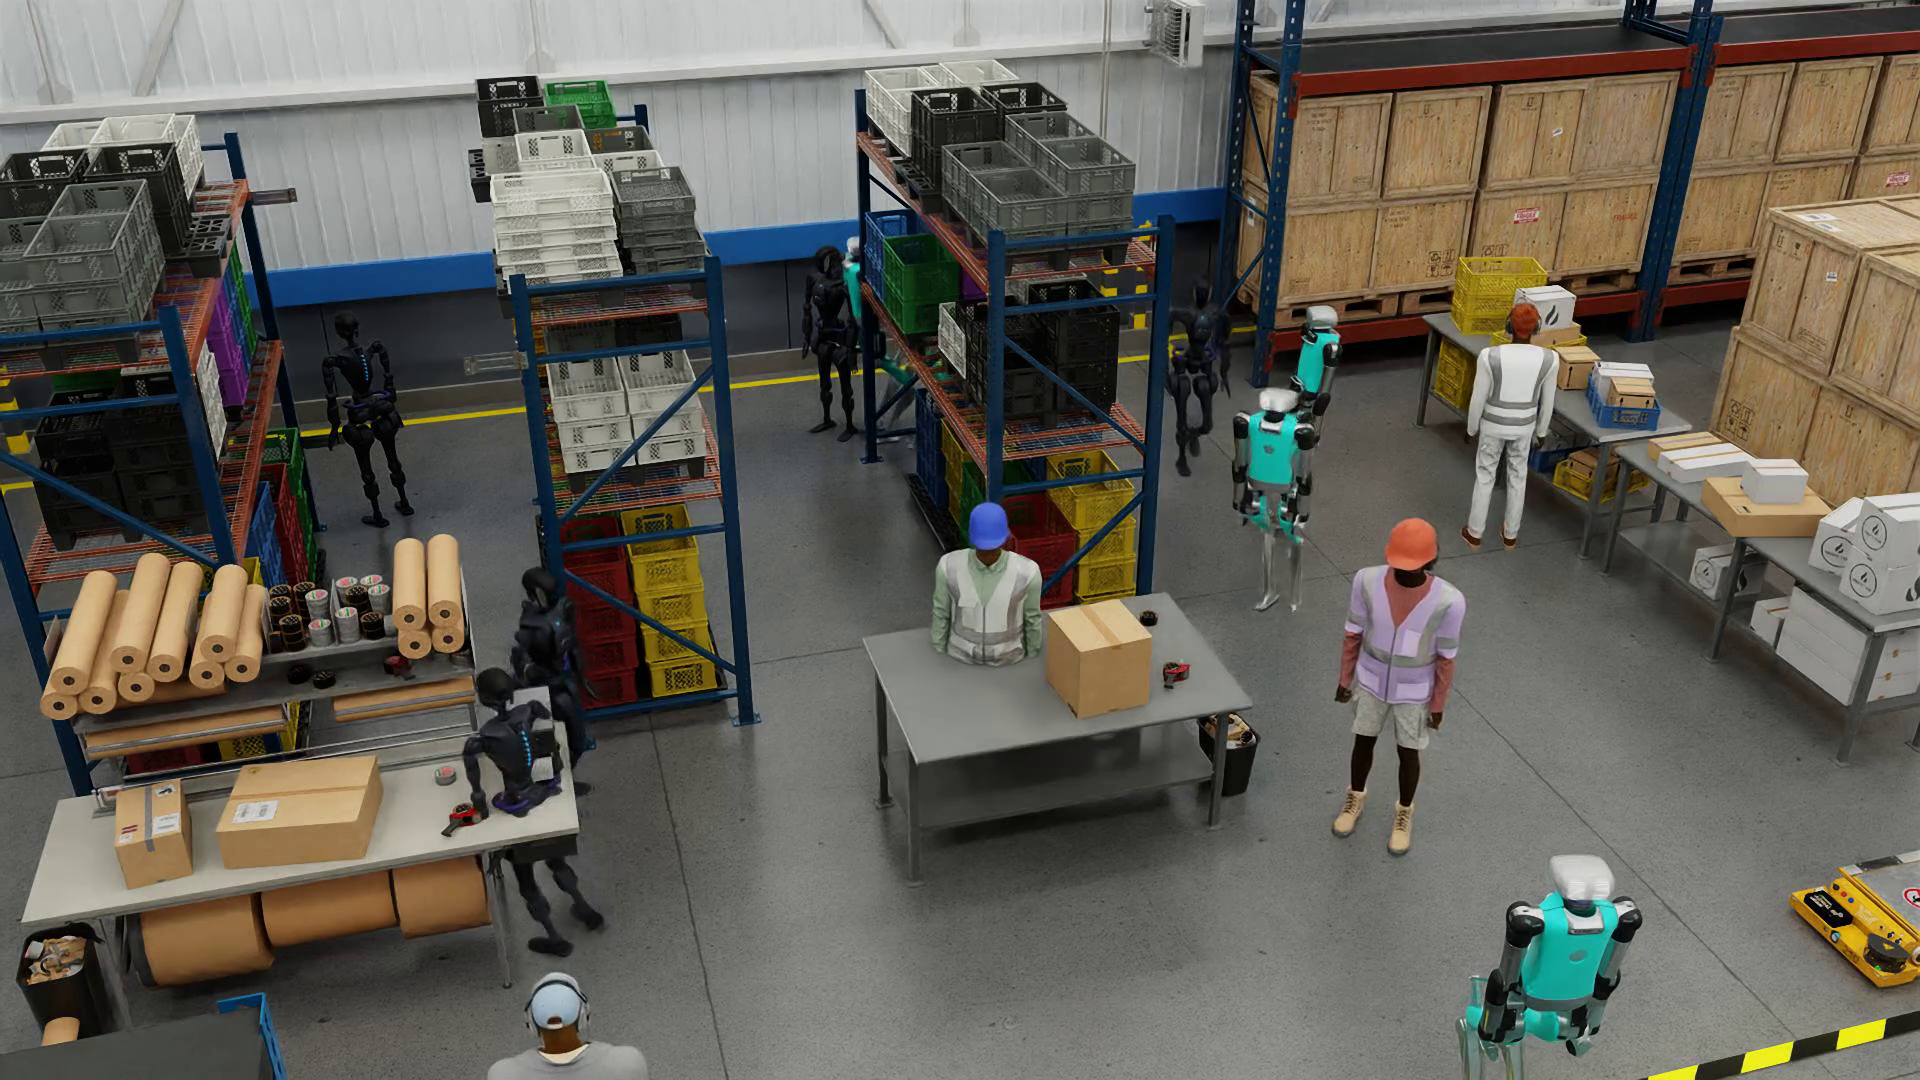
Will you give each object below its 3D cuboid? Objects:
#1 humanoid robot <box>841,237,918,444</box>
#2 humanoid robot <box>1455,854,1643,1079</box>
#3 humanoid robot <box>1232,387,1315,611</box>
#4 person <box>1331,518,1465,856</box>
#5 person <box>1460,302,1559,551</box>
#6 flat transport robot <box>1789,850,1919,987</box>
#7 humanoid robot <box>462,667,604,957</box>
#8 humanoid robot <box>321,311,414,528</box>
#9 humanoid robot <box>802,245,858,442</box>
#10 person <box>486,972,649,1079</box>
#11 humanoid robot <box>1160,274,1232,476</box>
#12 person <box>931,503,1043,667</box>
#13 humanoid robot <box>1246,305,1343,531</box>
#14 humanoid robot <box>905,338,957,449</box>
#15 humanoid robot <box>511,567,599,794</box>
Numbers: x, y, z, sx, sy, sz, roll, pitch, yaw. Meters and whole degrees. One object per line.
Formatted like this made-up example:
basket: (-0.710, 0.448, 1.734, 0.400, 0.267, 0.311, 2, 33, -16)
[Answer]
humanoid robot: (-0.604, -1.641, 13.577, 0.688, 1.757, 0.544, -11, 30, -18)
humanoid robot: (2.397, 1.890, 7.058, 0.533, 1.677, 0.735, -2, 29, -4)
humanoid robot: (2.125, -0.270, 11.156, 0.538, 1.800, 0.806, 13, 31, 22)
person: (2.314, 0.783, 8.906, 0.602, 2.034, 0.393, 16, 33, 26)
person: (3.924, -0.799, 11.937, 0.583, 1.882, 0.337, 2, 29, 4)
flat transport robot: (5.163, 1.916, 8.676, 1.431, 0.231, 0.659, -8, 30, -14)
humanoid robot: (-2.127, 1.362, 8.232, 0.407, 1.642, 0.589, 19, 34, 30)
humanoid robot: (-4.406, -0.902, 12.327, 0.315, 1.655, 0.599, 23, 36, 35)
humanoid robot: (-1.042, -1.615, 13.622, 0.599, 1.657, 0.315, 21, 35, 34)
person: (-1.411, 2.345, 6.253, 0.586, 1.851, 0.390, -5, 29, -9)
humanoid robot: (1.829, -1.341, 13.141, 0.616, 1.637, 0.466, -3, 29, -5)
person: (0.144, 0.655, 9.228, 0.613, 1.945, 0.392, 3, 29, 6)
humanoid robot: (2.339, -0.871, 12.121, 0.742, 1.689, 0.532, -5, 29, -10)
humanoid robot: (-0.217, -1.587, 13.463, 0.657, 1.742, 0.530, 1, 29, 2)
humanoid robot: (-2.278, 0.850, 9.144, 0.387, 1.637, 0.595, 11, 31, 20)
